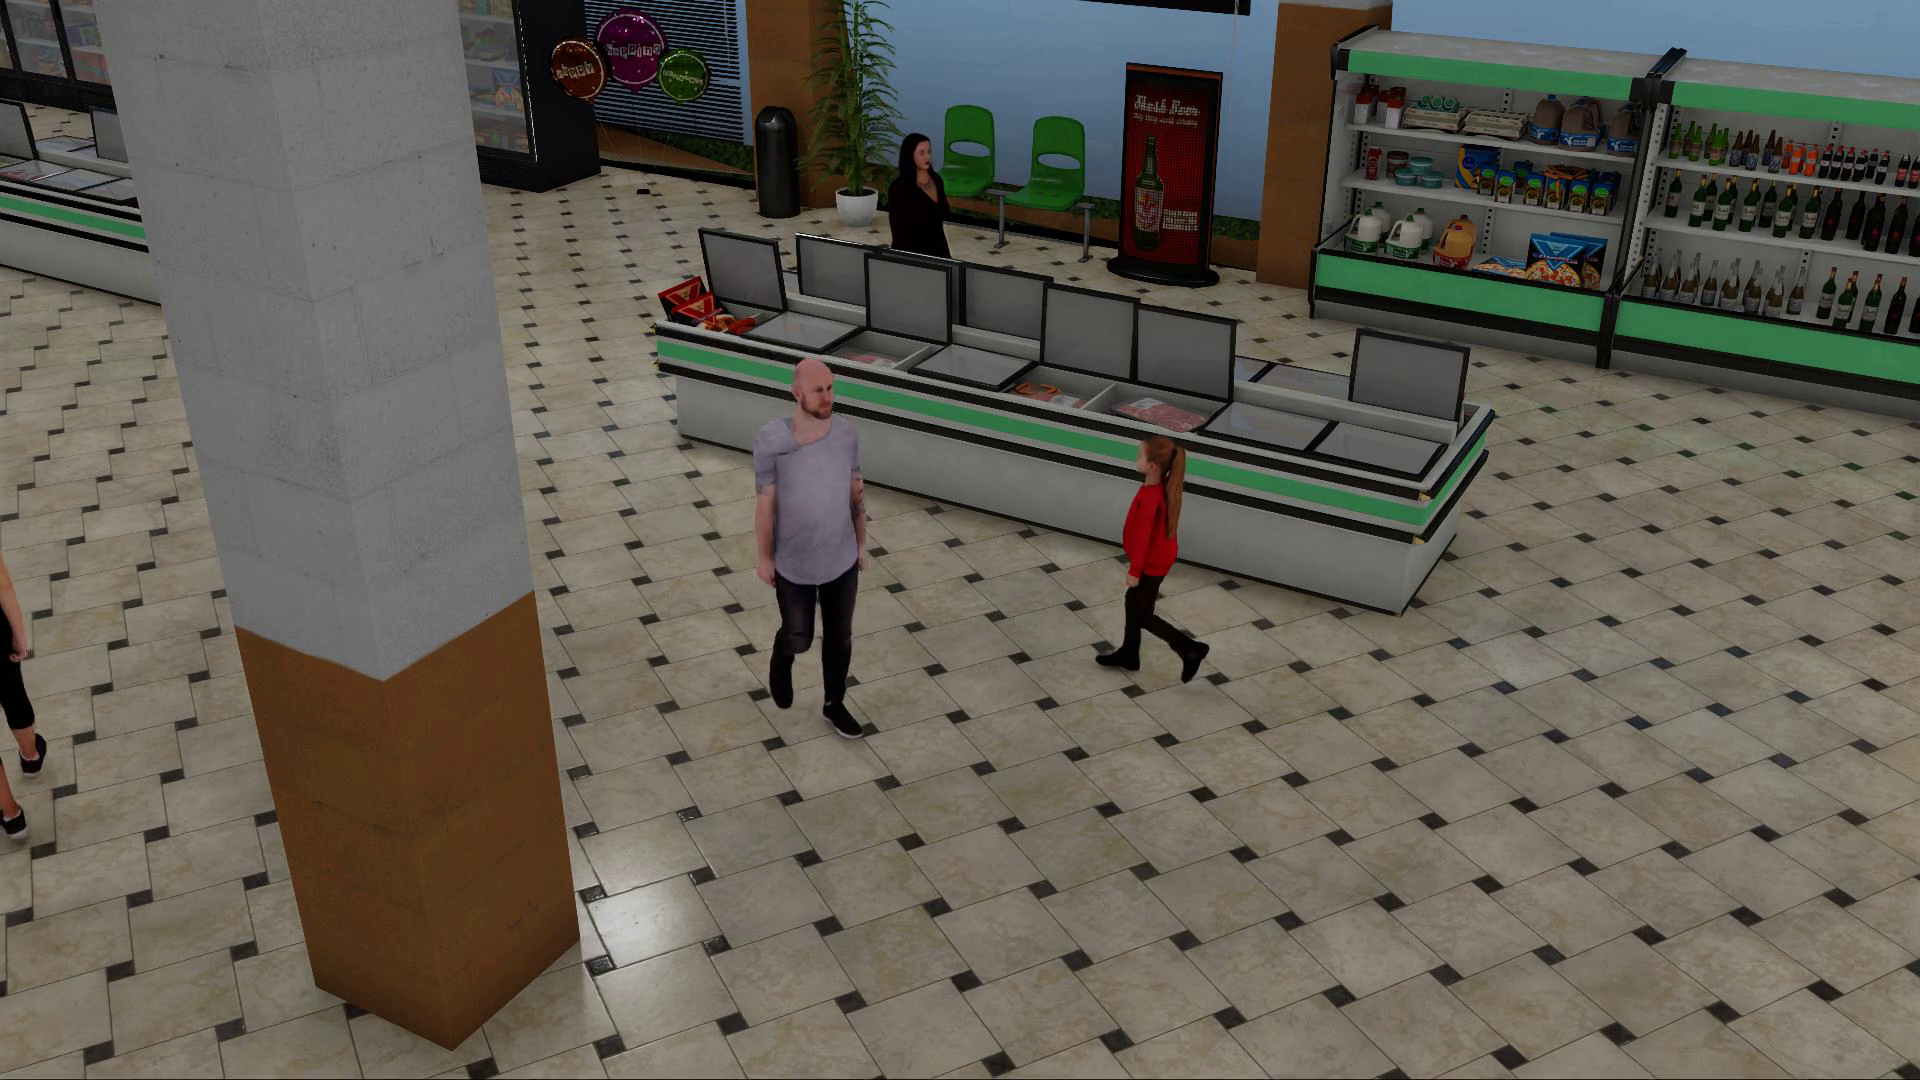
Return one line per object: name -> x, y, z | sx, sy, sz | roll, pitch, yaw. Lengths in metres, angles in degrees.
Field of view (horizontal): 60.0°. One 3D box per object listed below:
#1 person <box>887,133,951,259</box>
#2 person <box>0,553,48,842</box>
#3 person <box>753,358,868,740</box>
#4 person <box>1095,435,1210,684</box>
person -> -0.291, -1.901, 11.366 | 0.624, 1.758, 0.681 | 19, 32, 32
person -> -4.045, 0.461, 6.771 | 0.874, 1.702, 1.053 | -16, 31, -29
person -> -0.693, 0.035, 7.477 | 0.866, 1.822, 0.937 | -15, 31, -27
person -> 0.945, 0.112, 7.933 | 0.840, 1.272, 0.629 | 6, 28, 12
